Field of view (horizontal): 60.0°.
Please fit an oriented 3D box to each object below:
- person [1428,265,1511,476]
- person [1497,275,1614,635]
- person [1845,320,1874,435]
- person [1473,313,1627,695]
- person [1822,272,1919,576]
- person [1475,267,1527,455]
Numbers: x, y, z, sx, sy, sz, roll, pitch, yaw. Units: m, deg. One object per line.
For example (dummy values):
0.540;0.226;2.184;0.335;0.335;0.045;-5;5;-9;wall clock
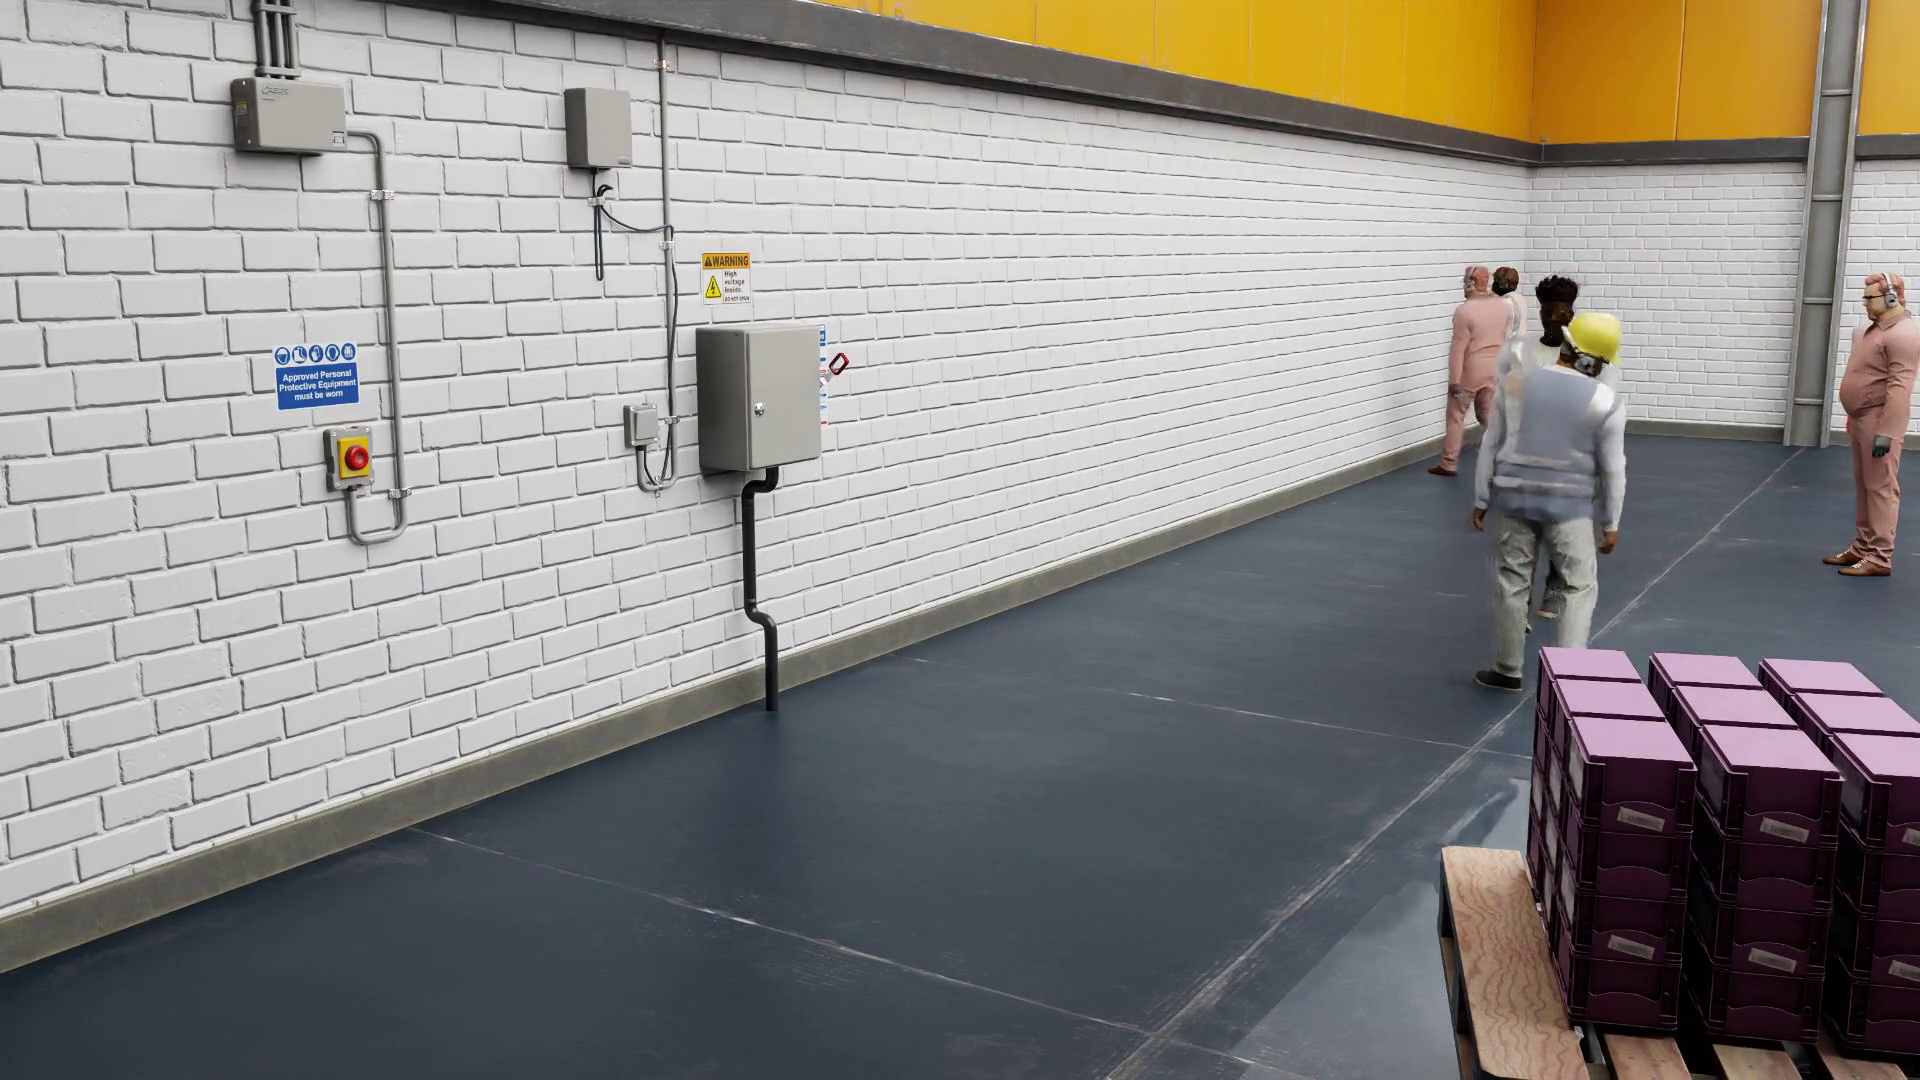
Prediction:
4.547;-1.471;14.647;0.673;1.884;0.777;-5;11;-27;person
3.189;-0.460;8.976;0.625;1.911;0.995;4;11;23;person
7.788;-1.302;14.093;0.547;1.753;0.618;0;10;2;person
2.682;-0.134;7.545;0.692;1.781;0.422;6;12;29;person
5.742;-0.722;10.457;0.409;1.903;0.639;3;11;15;person
5.285;-1.737;16.249;0.429;1.844;0.625;6;12;30;person
